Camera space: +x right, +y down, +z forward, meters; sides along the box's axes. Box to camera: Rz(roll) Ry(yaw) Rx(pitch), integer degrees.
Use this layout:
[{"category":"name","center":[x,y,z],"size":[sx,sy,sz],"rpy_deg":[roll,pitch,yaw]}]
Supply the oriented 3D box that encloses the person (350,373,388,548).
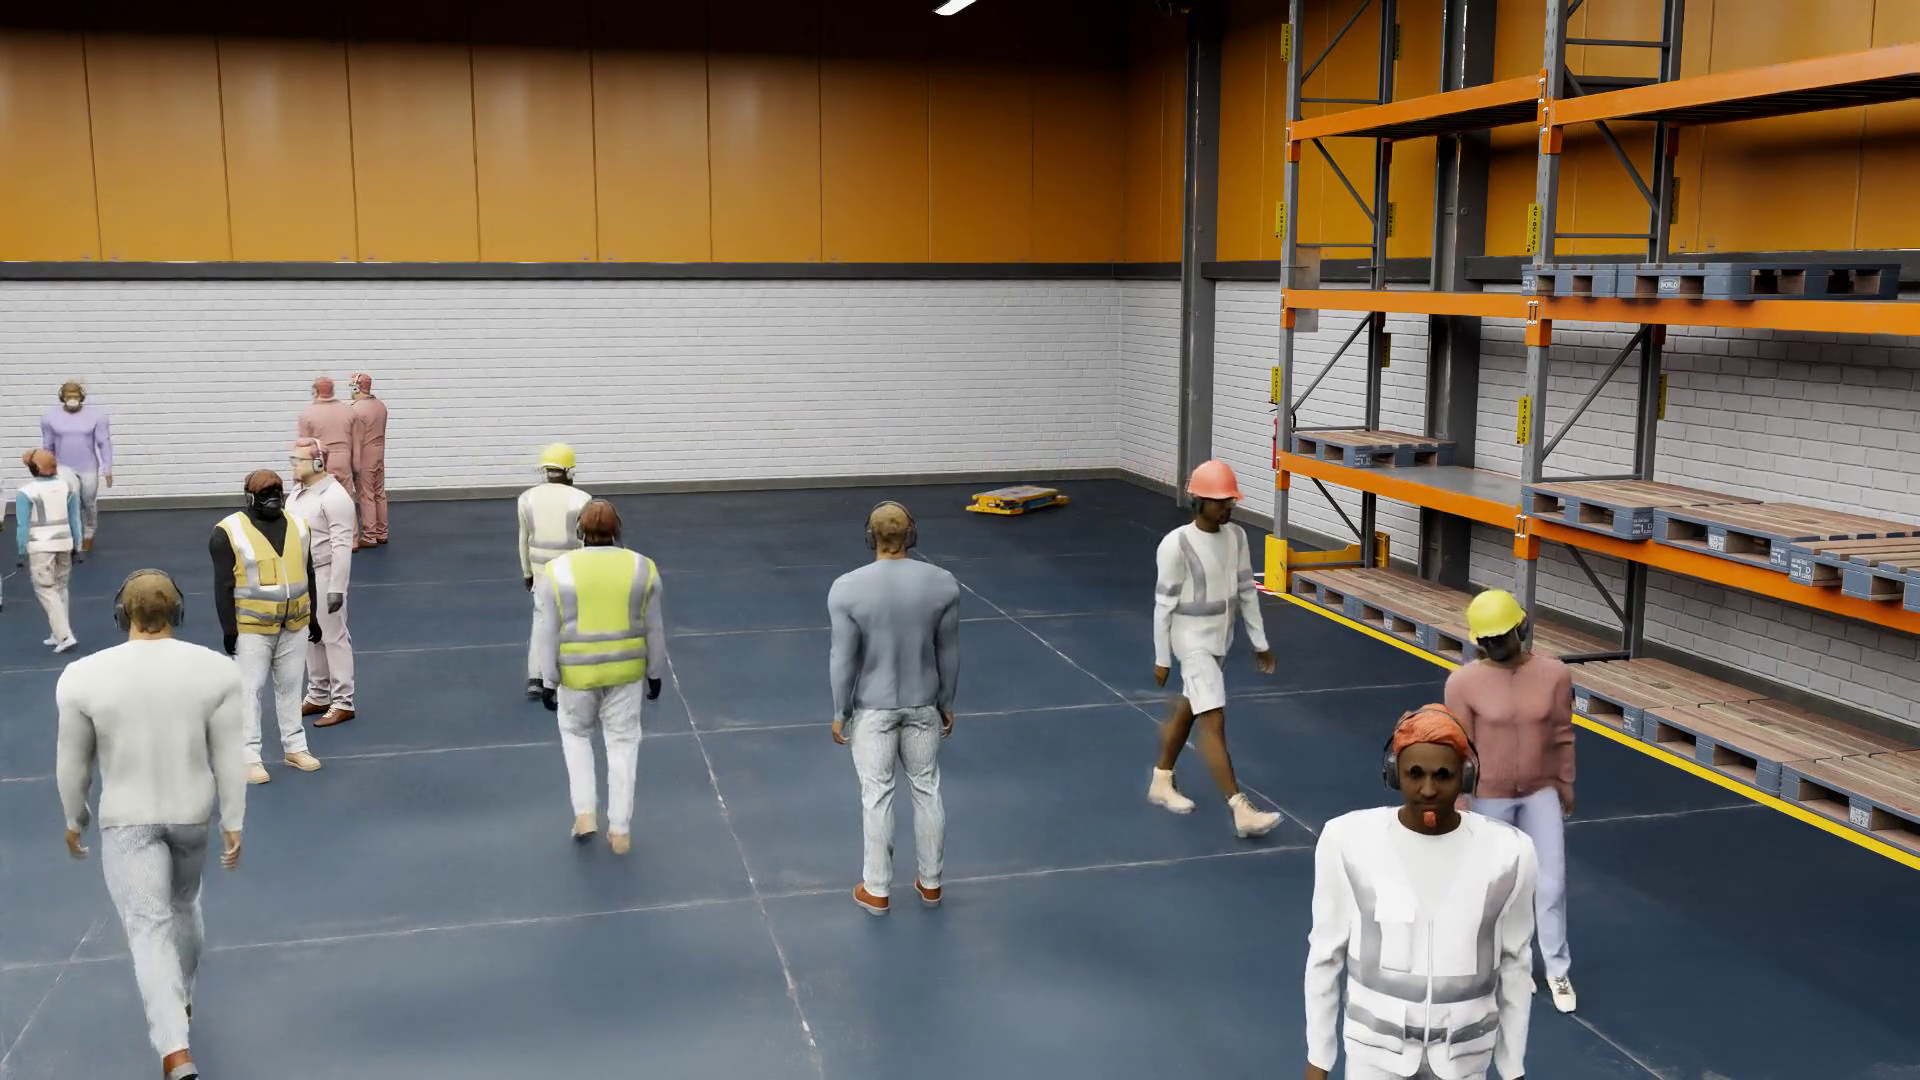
[{"category":"person","center":[-6.492,-0.863,18.128],"size":[0.408,1.909,0.638],"rpy_deg":[1,9,8]}]

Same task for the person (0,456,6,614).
[{"category":"person","center":[-8.777,-0.249,14.746],"size":[0.565,1.789,0.901],"rpy_deg":[-6,11,-32]}]

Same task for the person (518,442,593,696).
[{"category":"person","center":[-2.869,0.198,11.875],"size":[0.603,1.792,0.911],"rpy_deg":[2,9,10]}]

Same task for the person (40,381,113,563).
[{"category":"person","center":[-9.280,-0.746,17.519],"size":[0.644,1.878,1.097],"rpy_deg":[-5,10,-27]}]

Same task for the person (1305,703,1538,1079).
[{"category":"person","center":[1.203,1.349,4.388],"size":[0.585,1.882,0.337],"rpy_deg":[1,9,8]}]

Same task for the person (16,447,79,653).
[{"category":"person","center":[-7.185,0.084,13.134],"size":[0.487,1.645,0.527],"rpy_deg":[4,10,21]}]

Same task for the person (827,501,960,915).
[{"category":"person","center":[-0.309,0.783,7.761],"size":[0.629,1.936,0.374],"rpy_deg":[-3,10,-18]}]

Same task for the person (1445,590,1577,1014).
[{"category":"person","center":[2.245,1.050,6.747],"size":[0.563,1.713,0.581],"rpy_deg":[0,9,2]}]

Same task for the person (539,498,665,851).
[{"category":"person","center":[-1.856,0.693,8.645],"size":[0.655,1.828,0.495],"rpy_deg":[-3,10,-19]}]

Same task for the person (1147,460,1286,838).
[{"category":"person","center":[1.383,0.568,8.912],"size":[0.631,1.985,1.034],"rpy_deg":[-8,12,-42]}]

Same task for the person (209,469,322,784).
[{"category":"person","center":[-4.073,0.496,9.845],"size":[0.429,1.845,0.620],"rpy_deg":[7,12,39]}]

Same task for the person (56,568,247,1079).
[{"category":"person","center":[-2.983,1.053,6.235],"size":[0.631,1.899,1.021],"rpy_deg":[-7,11,-37]}]

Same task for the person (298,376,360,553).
[{"category":"person","center":[-6.672,-0.779,17.604],"size":[0.402,1.905,0.652],"rpy_deg":[9,13,44]}]

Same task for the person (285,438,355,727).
[{"category":"person","center":[-4.275,0.272,11.025],"size":[0.642,1.913,0.410],"rpy_deg":[7,12,39]}]

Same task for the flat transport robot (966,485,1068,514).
[{"category":"flat transport robot","center":[0.734,-0.514,21.033],"size":[0.652,0.197,1.431],"rpy_deg":[6,11,33]}]
